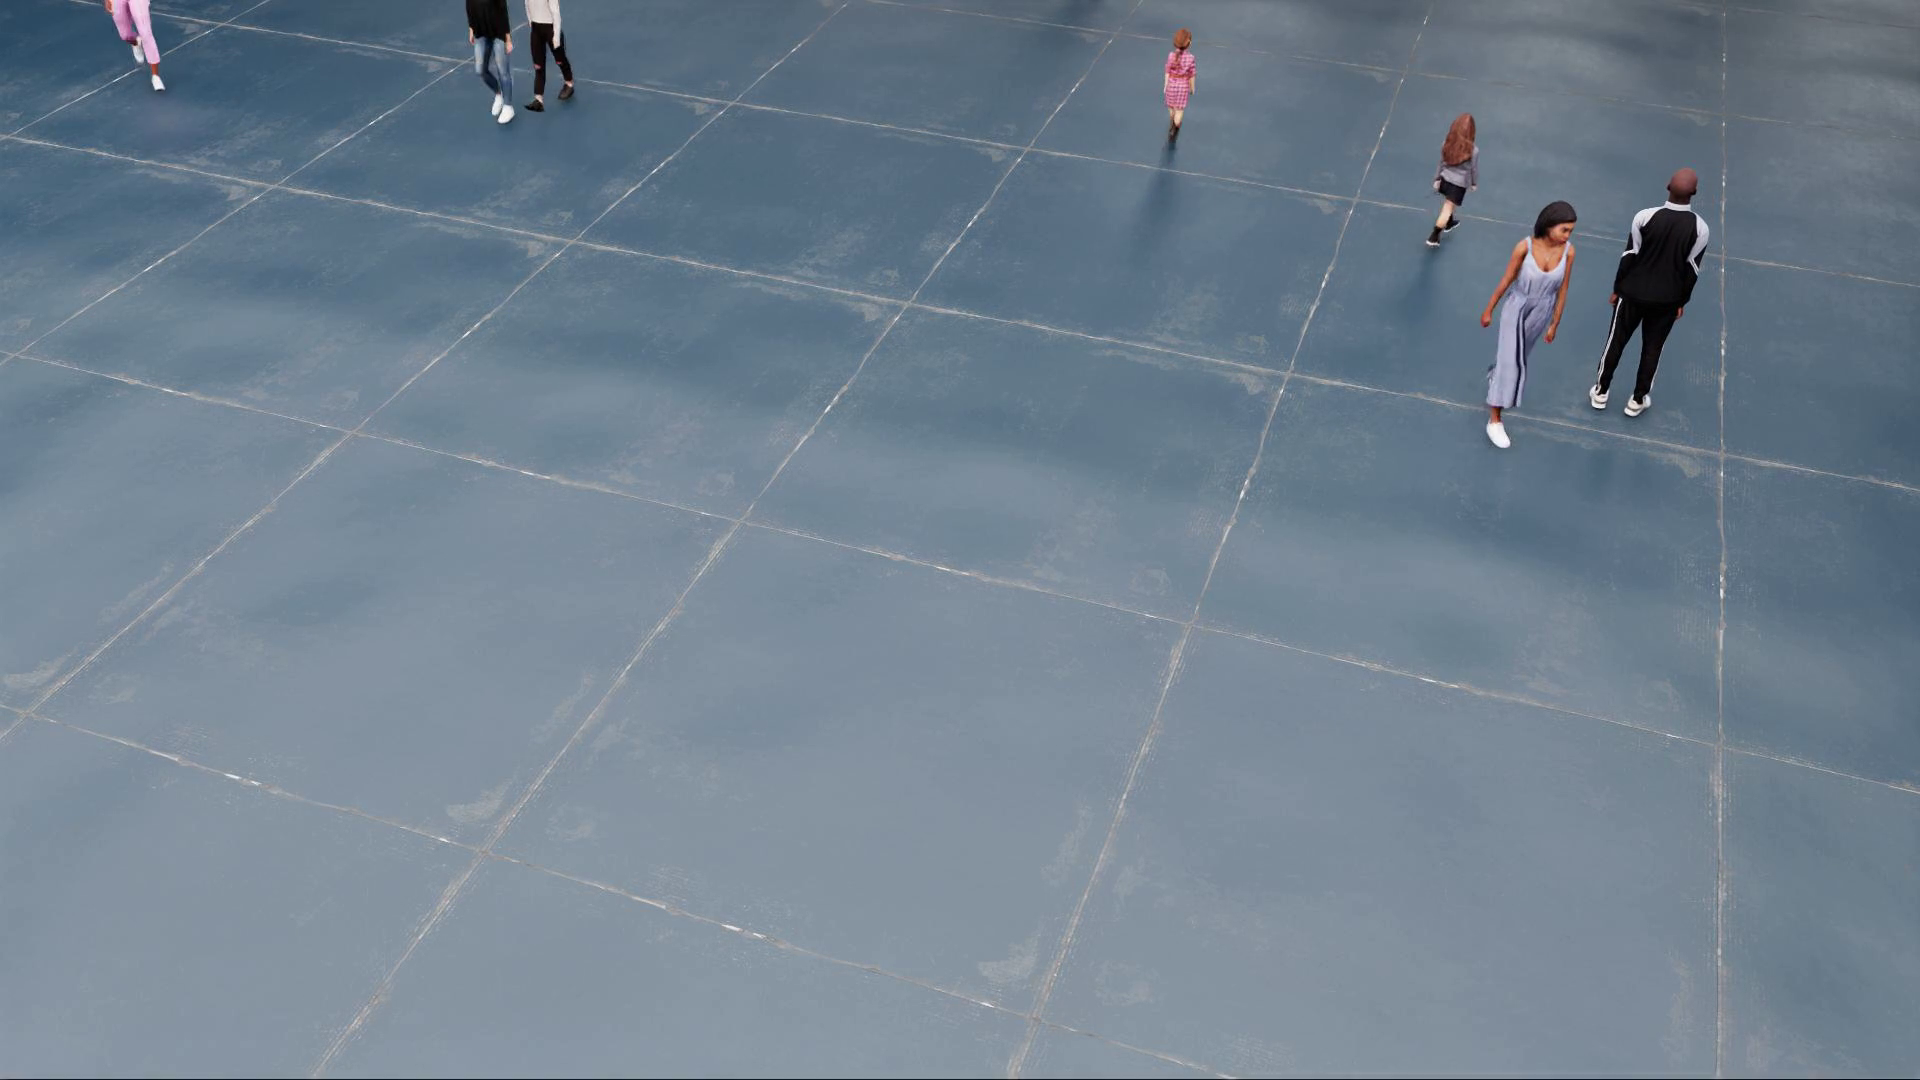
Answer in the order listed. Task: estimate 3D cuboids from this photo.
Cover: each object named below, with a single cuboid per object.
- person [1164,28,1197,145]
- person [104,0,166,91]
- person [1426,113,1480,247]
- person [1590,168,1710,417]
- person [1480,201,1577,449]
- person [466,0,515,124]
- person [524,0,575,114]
[{"bbox_3d":[1.981,-4.118,15.102,0.473,1.011,0.741,9,39,11],"label":"person"},{"bbox_3d":[-7.994,-5.218,15.932,0.983,1.722,1.056,-16,41,-20],"label":"person"},{"bbox_3d":[3.988,-2.900,13.486,0.848,1.083,0.682,-31,47,-33],"label":"person"},{"bbox_3d":[4.703,-1.681,11.327,0.671,1.825,0.558,16,41,19],"label":"person"},{"bbox_3d":[3.837,-1.555,11.308,0.858,1.648,1.138,3,38,4],"label":"person"},{"bbox_3d":[-4.297,-4.699,15.332,0.624,1.642,0.622,7,39,9],"label":"person"},{"bbox_3d":[-3.833,-4.779,15.597,0.562,1.442,0.975,12,40,15],"label":"person"}]
